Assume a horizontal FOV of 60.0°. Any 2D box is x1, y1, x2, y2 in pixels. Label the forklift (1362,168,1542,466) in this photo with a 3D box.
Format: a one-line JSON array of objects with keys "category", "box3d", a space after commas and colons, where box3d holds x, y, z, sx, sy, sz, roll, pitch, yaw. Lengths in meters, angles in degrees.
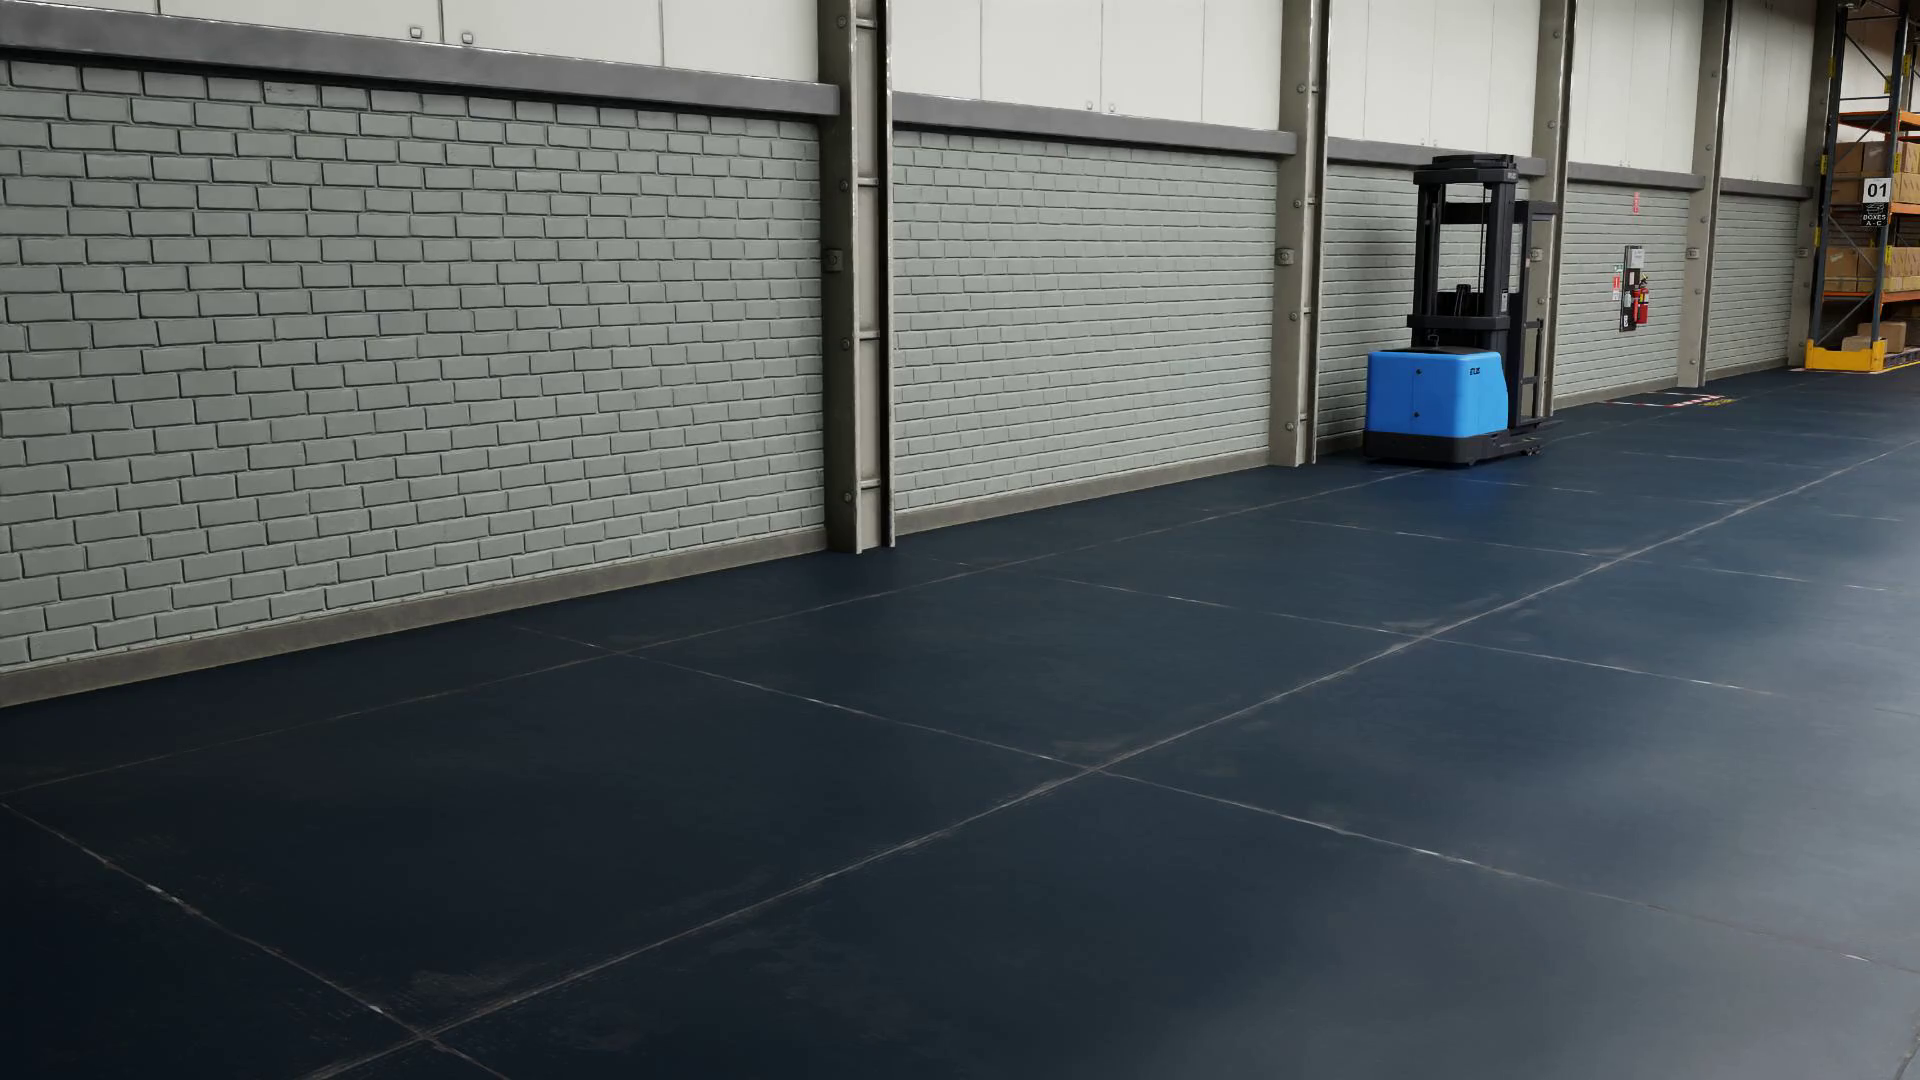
[{"category": "forklift", "box3d": [4.875, -2.212, 16.287, 1.129, 2.768, 1.873, 8, 13, 40]}]
